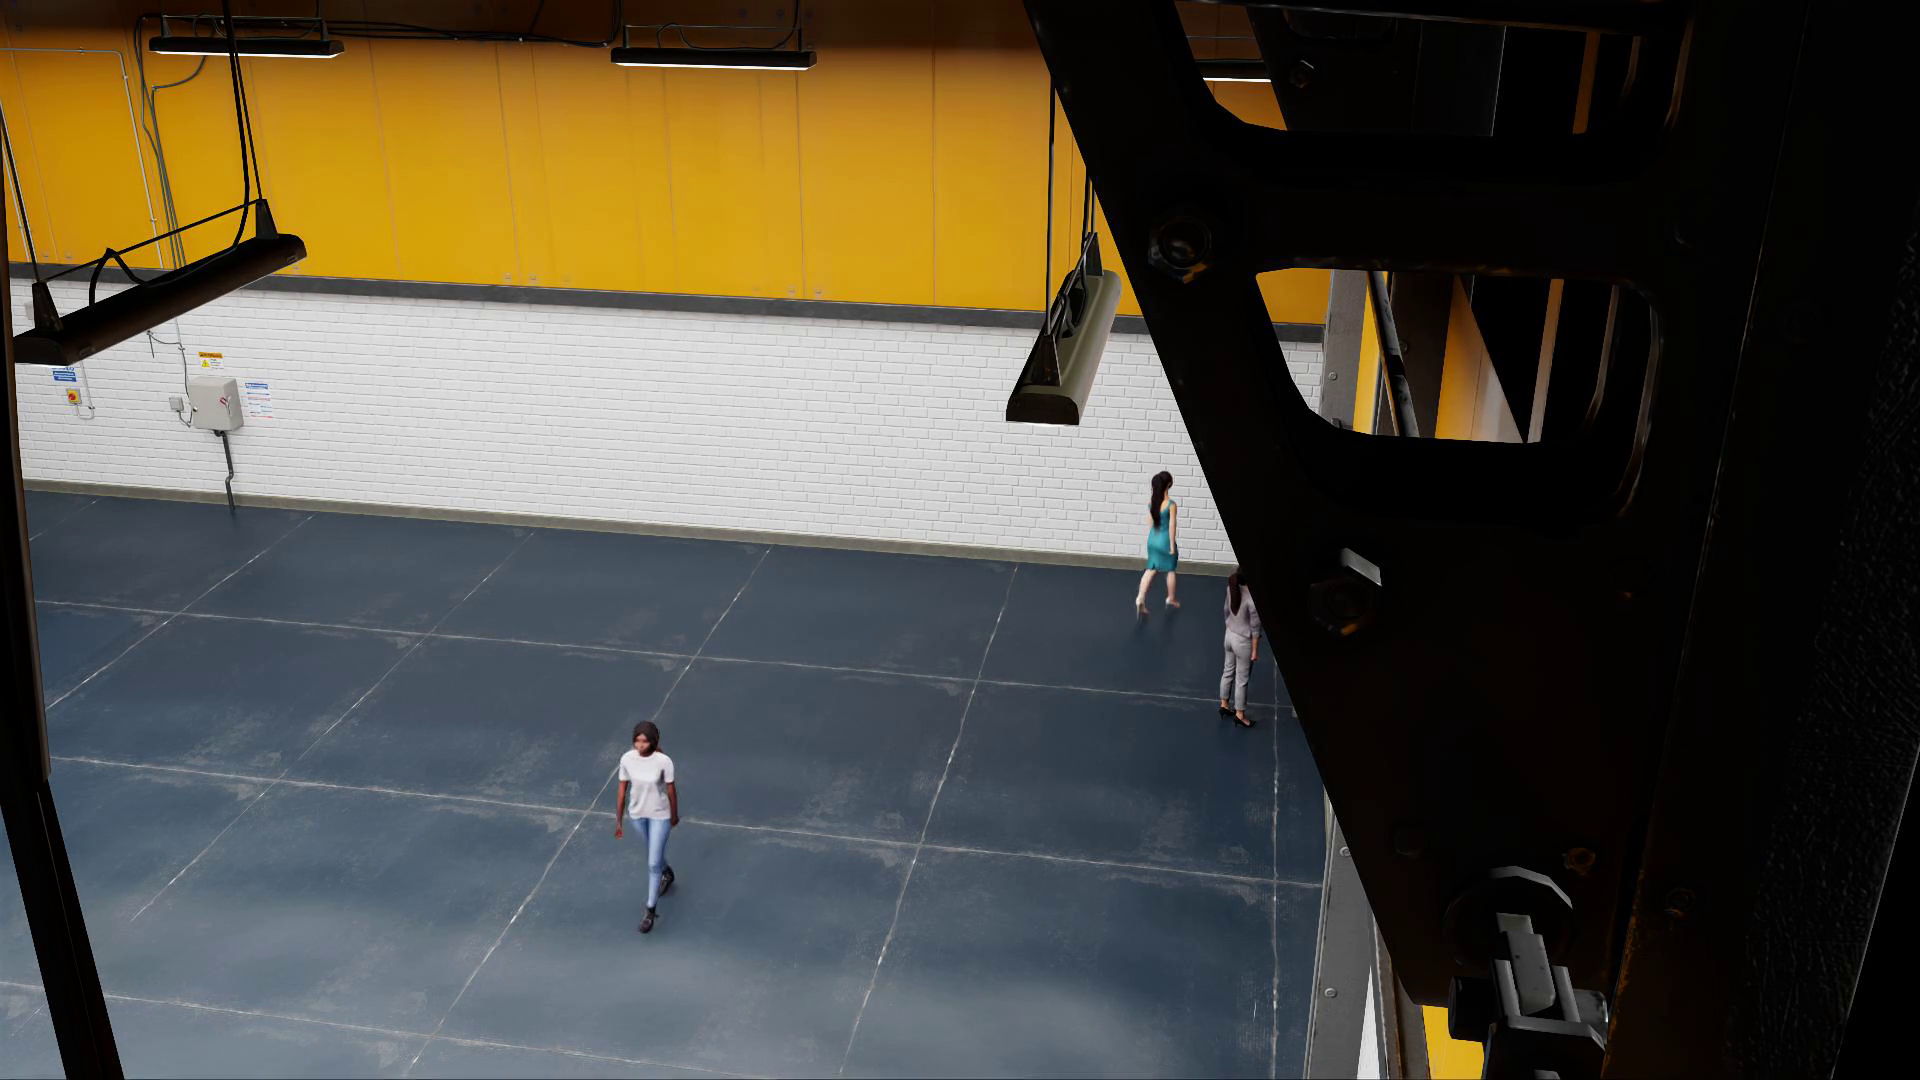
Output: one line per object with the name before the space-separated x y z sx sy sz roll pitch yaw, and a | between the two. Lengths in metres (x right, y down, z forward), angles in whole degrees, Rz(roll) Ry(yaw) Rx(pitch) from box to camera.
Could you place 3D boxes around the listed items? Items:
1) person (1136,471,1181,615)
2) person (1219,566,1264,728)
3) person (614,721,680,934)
person | 2.129 0.061 18.001 0.966 1.668 0.867 -21 31 -39
person | 2.674 0.987 15.872 0.779 1.677 0.701 -13 27 -26
person | -2.430 2.167 13.171 0.650 1.678 1.123 6 24 13
